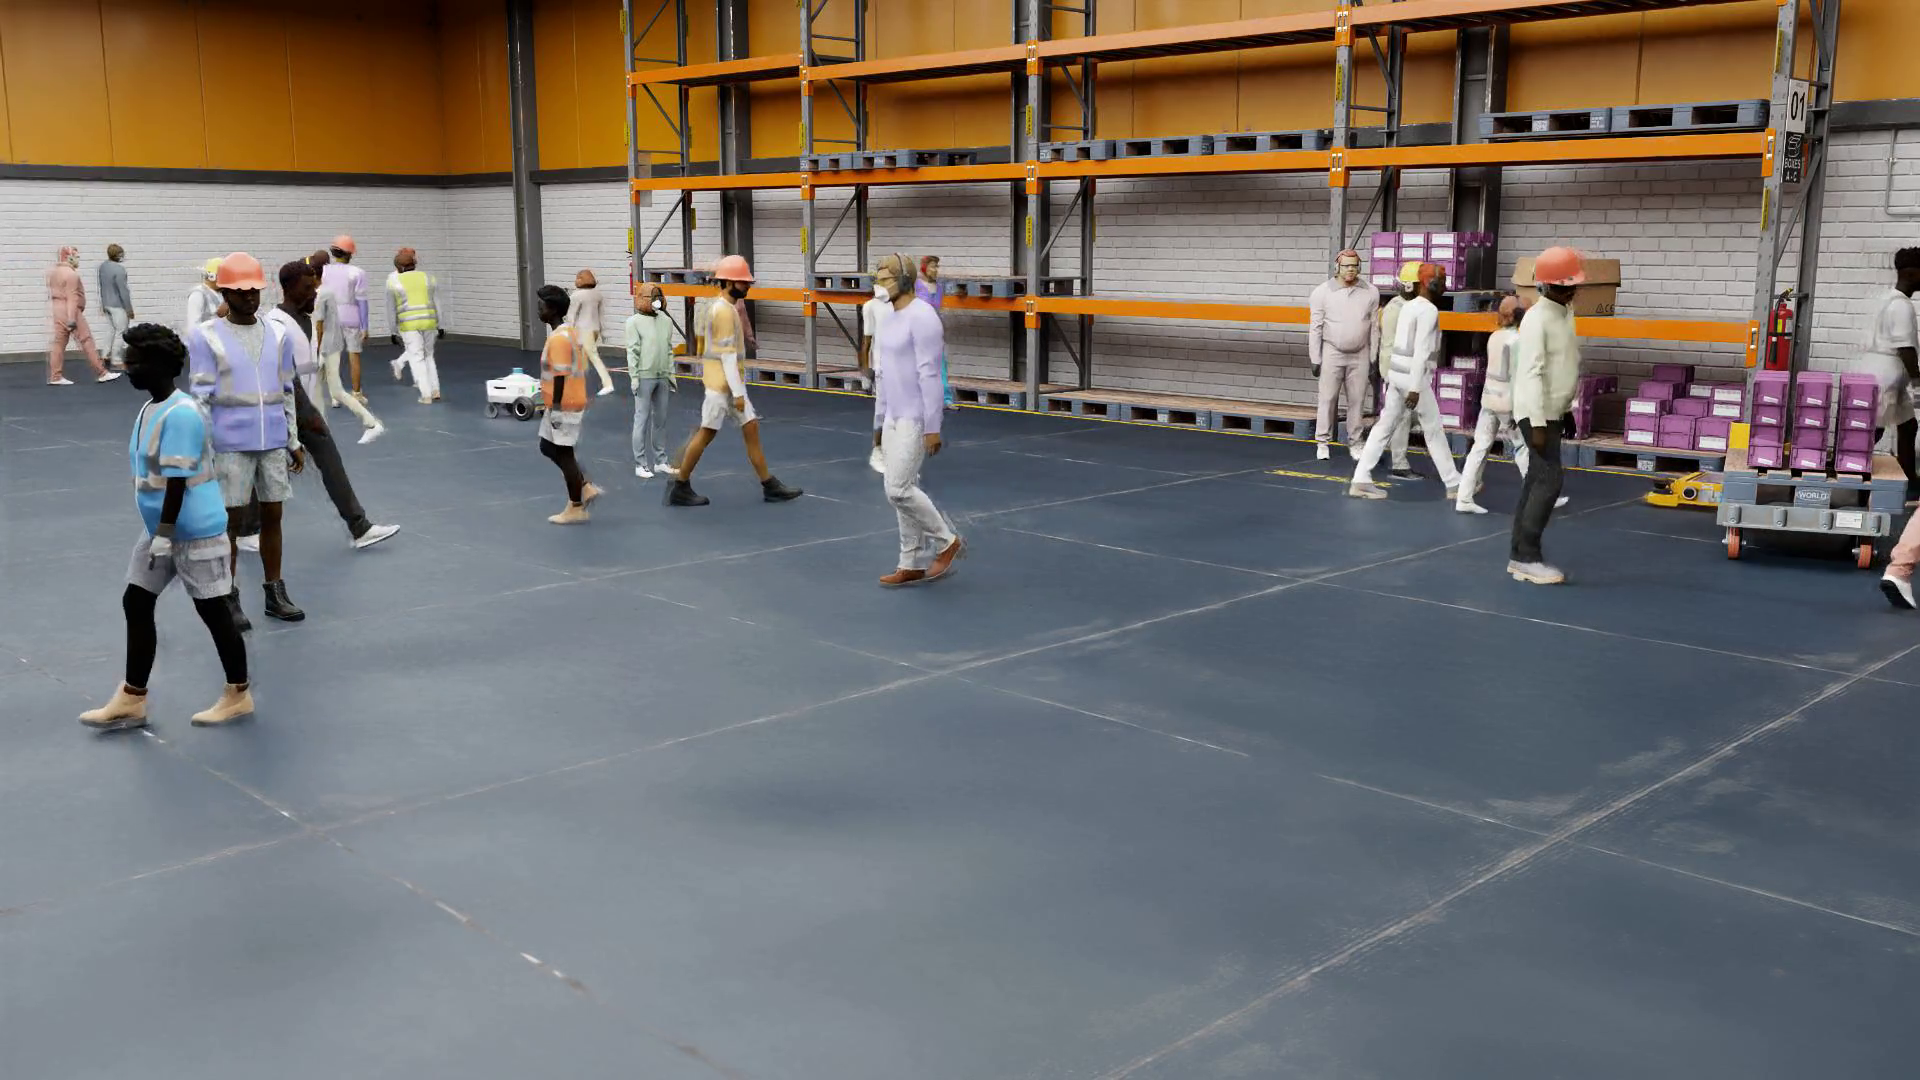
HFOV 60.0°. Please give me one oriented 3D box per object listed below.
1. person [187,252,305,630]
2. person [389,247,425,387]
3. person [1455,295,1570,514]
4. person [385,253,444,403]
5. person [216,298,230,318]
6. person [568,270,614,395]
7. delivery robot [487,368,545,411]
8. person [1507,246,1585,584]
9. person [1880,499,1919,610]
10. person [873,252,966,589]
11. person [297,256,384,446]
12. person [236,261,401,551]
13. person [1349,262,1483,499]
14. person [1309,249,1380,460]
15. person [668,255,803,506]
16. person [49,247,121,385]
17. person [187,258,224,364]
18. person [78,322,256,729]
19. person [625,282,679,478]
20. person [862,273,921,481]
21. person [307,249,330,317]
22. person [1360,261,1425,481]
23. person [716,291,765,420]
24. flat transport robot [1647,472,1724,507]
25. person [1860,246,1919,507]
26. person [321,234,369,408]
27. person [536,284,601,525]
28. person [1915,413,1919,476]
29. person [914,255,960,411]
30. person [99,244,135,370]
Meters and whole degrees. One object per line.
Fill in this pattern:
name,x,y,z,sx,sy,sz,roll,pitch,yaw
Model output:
person,-3.653,-0.507,8.588,0.376,1.935,0.550,9,14,40
person,-7.392,-2.981,22.288,0.735,1.867,0.587,6,12,32
person,3.995,-0.967,12.013,0.848,1.586,0.538,-2,11,-10
person,-6.596,-2.547,20.104,0.643,1.804,0.535,-8,13,-38
person,-5.717,-1.196,13.267,0.554,1.598,0.576,2,11,11
person,-4.731,-2.651,21.242,0.866,1.587,0.513,5,12,26
delivery robot,-4.883,-1.663,18.409,0.707,0.478,0.477,5,12,26
person,3.431,-0.722,9.758,0.372,1.963,0.647,7,12,32
person,5.421,-0.535,8.944,0.922,1.868,0.636,-6,12,-28
person,-0.300,-0.665,9.474,0.454,1.925,0.658,-5,11,-24
person,-6.028,-1.814,16.024,0.819,1.831,0.530,-4,11,-21
person,-4.195,-0.830,10.575,1.050,1.854,0.579,1,10,5
person,3.488,-1.208,12.735,1.050,1.816,0.587,-1,10,-7
person,3.465,-1.656,14.984,0.635,1.900,0.399,-1,10,-4
person,-1.738,-1.179,12.428,1.017,1.876,0.546,-1,10,-4
person,-12.010,-3.046,22.662,0.643,1.861,0.953,7,13,35
person,-7.437,-1.924,16.684,0.615,1.798,0.631,0,10,0
person,-3.263,-0.025,6.701,0.739,1.670,0.538,-10,14,-43
person,-2.585,-1.347,14.003,0.282,1.633,0.500,8,13,36
person,-0.564,-1.423,13.916,0.513,1.832,0.974,-7,13,-34
person,-8.633,-3.020,22.580,0.646,1.832,0.498,-3,11,-18
person,3.641,-1.408,13.859,0.553,1.814,0.608,9,13,39
person,-2.522,-2.196,18.379,0.804,1.740,0.539,4,11,19
flat transport robot,5.879,-0.334,12.195,1.431,0.197,0.652,8,13,36
person,6.921,-1.156,12.116,0.868,1.933,0.614,4,11,22
person,-7.270,-2.574,19.616,0.625,2.047,0.424,0,10,-1
person,-2.788,-0.939,11.614,0.368,1.680,0.550,-2,11,-11
person,7.667,-1.258,12.782,0.842,1.902,0.652,0,10,-2
person,-0.436,-2.408,19.347,0.955,1.804,0.574,10,14,44
person,-12.714,-3.494,25.037,0.739,1.906,0.416,9,14,41
